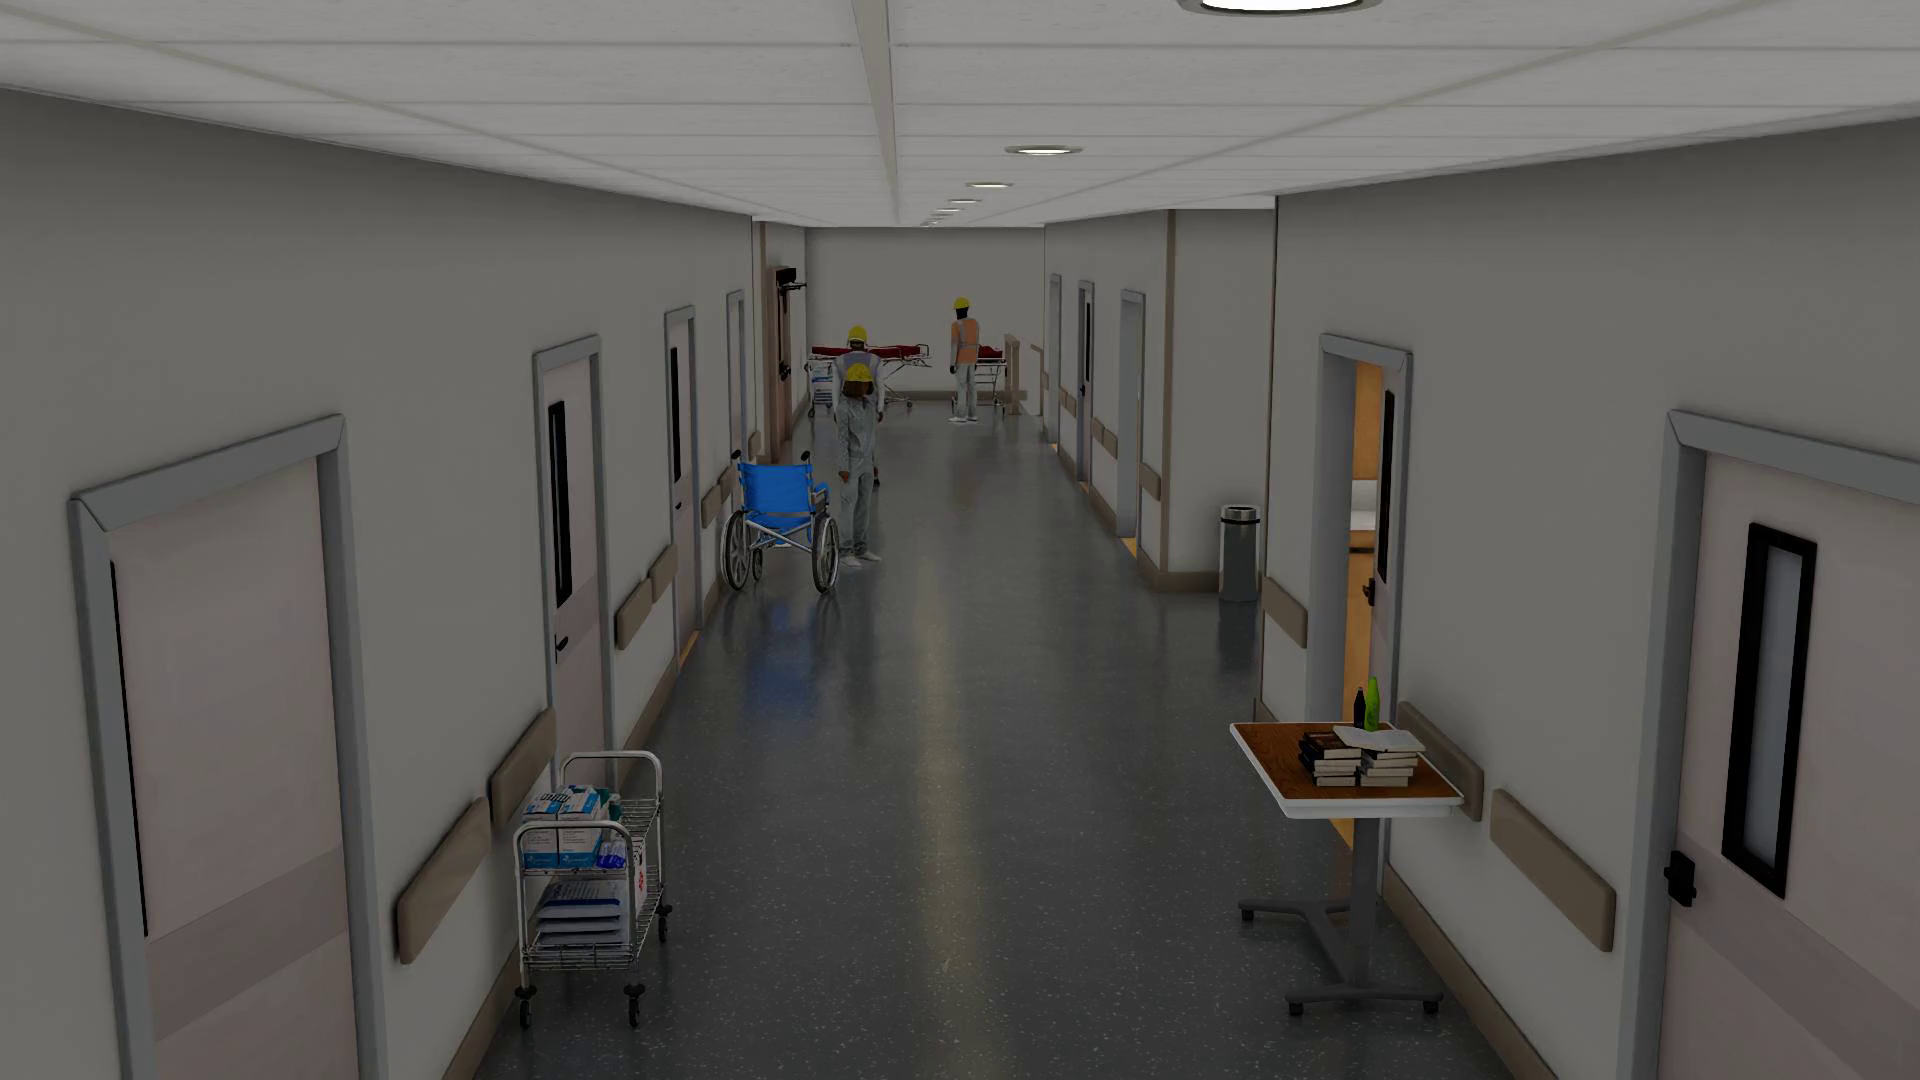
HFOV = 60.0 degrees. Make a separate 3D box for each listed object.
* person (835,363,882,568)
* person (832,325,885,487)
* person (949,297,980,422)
[{"bbox_3d":[-0.863,-0.645,14.283,0.295,1.743,0.493,6,12,31],"label":"person"},{"bbox_3d":[-1.148,-1.505,18.820,0.591,1.834,0.404,0,10,-3],"label":"person"},{"bbox_3d":[0.054,-2.777,25.674,0.397,1.920,0.586,9,14,41],"label":"person"}]
